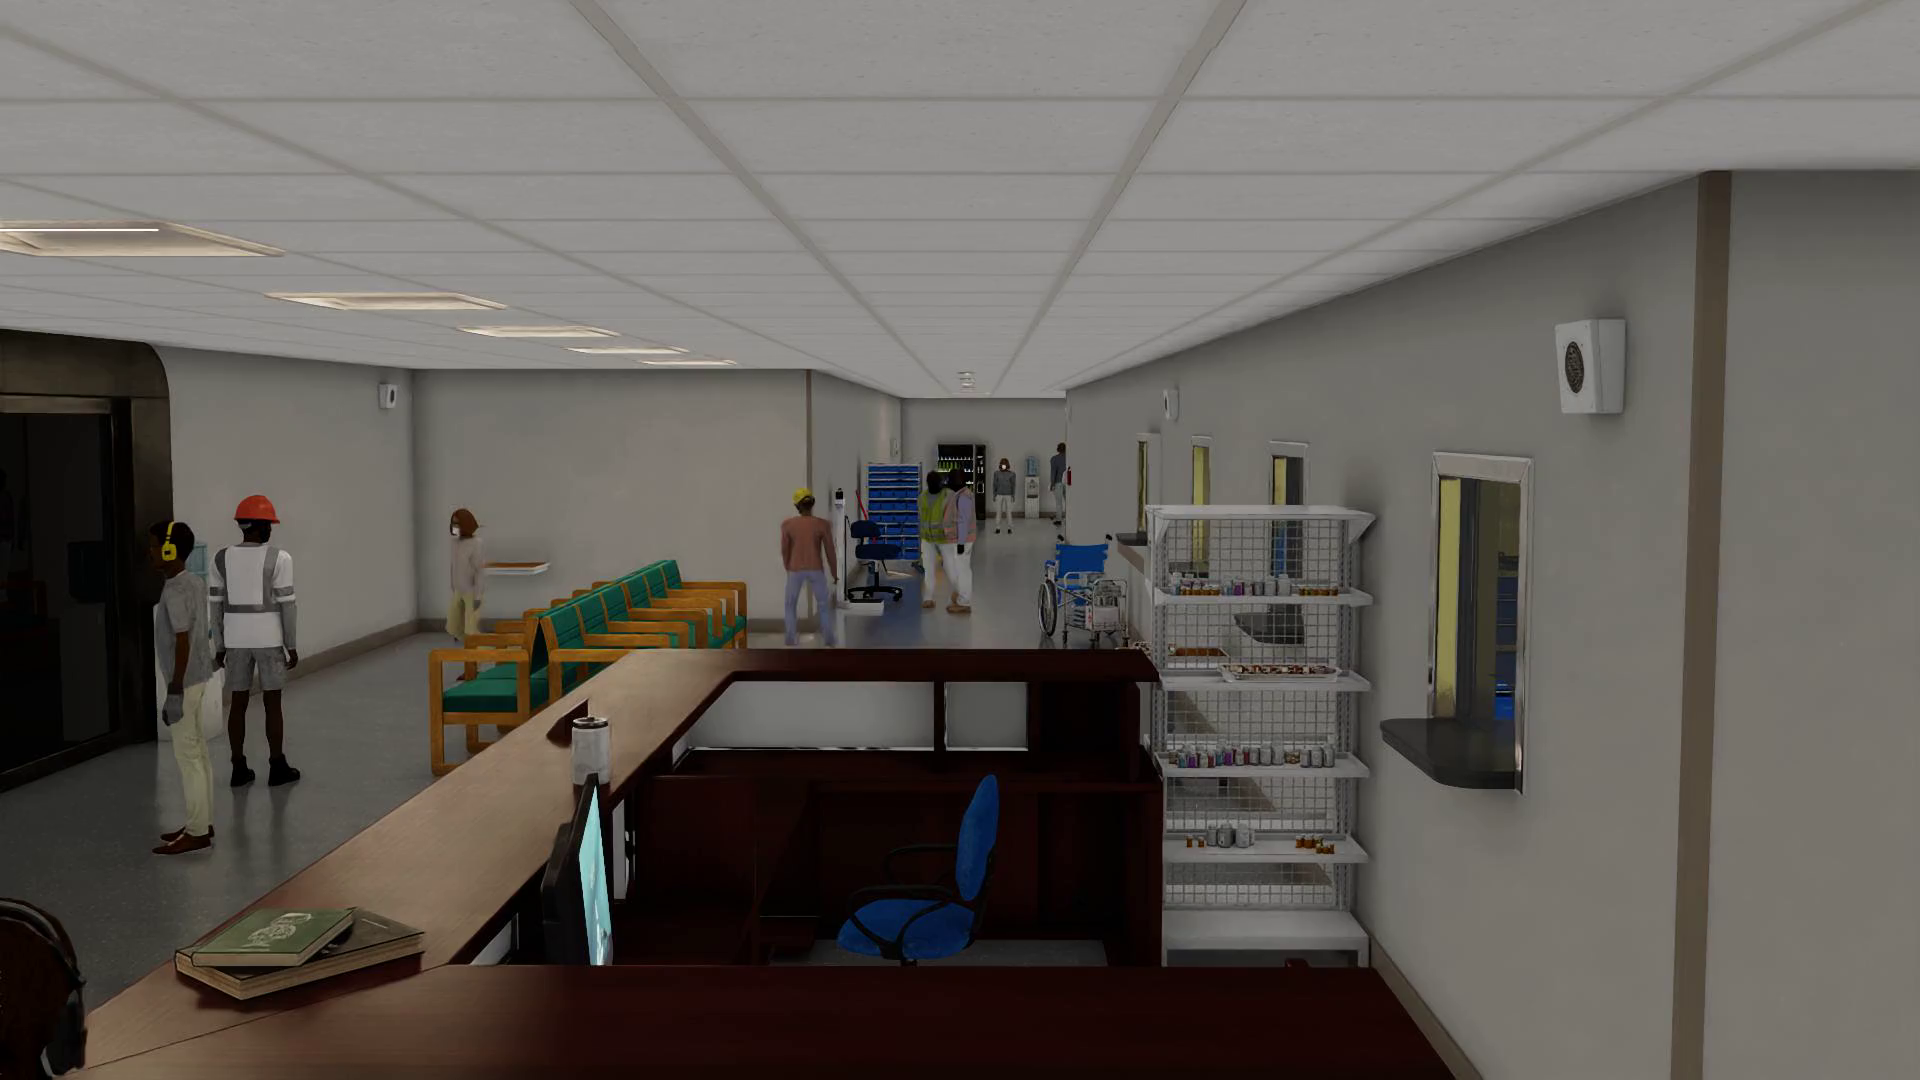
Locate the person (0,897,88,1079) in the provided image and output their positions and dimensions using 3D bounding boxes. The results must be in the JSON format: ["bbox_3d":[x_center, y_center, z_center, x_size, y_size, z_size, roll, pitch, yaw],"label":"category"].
[{"bbox_3d":[-1.188,1.360,2.063,0.628,1.835,0.429,-2,5,-25],"label":"person"}]

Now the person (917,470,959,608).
[{"bbox_3d":[-0.243,-0.021,21.747,0.636,1.806,0.885,2,4,24],"label":"person"}]

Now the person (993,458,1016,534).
[{"bbox_3d":[0.950,-0.945,35.758,0.499,1.633,0.285,0,4,5],"label":"person"}]

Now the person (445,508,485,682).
[{"bbox_3d":[-4.580,0.508,15.494,0.501,1.616,0.388,3,5,36],"label":"person"}]

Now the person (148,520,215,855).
[{"bbox_3d":[-4.382,0.821,9.334,0.334,1.873,0.521,-1,4,-13],"label":"person"}]

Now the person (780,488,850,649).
[{"bbox_3d":[-1.507,0.326,17.315,0.767,1.733,0.348,0,4,-3],"label":"person"}]

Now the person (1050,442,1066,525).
[{"bbox_3d":[2.388,-1.305,38.802,0.630,1.923,0.366,-2,4,-21],"label":"person"}]

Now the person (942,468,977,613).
[{"bbox_3d":[-0.014,0.010,21.029,0.431,1.836,0.619,-1,4,-9],"label":"person"}]

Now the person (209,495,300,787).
[{"bbox_3d":[-4.677,0.668,11.063,0.552,1.930,0.373,0,4,-1],"label":"person"}]
